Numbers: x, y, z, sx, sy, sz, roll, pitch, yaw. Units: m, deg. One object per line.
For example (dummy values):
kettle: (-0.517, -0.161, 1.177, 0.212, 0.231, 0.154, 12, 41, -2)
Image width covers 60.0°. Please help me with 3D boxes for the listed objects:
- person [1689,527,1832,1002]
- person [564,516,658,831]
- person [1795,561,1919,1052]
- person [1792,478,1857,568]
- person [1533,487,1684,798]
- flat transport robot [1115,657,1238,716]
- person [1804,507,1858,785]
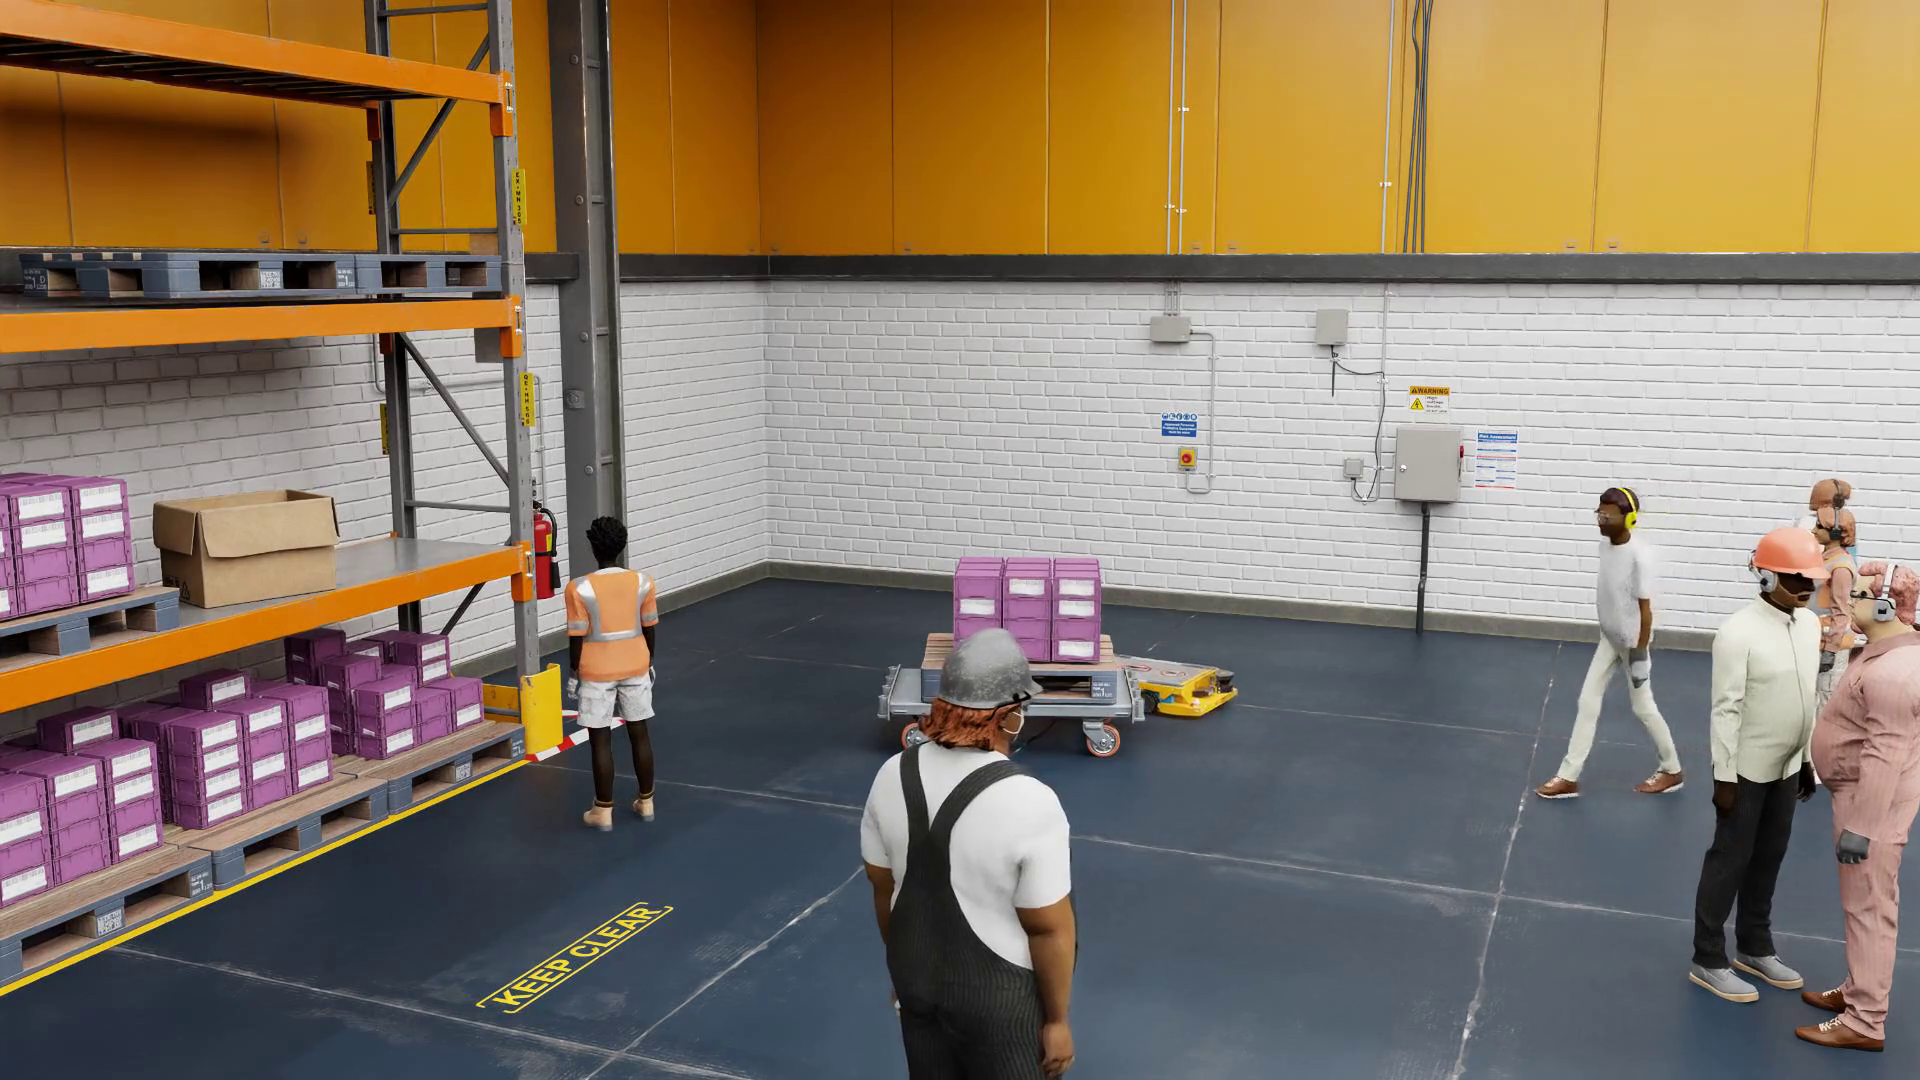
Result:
person: (3.333, 0.924, 6.876, 0.607, 1.987, 0.412, -6, 11, -31)
person: (-1.879, 0.715, 8.988, 0.540, 1.695, 0.317, -7, 12, -36)
person: (3.525, 1.025, 6.478, 0.410, 1.909, 0.643, 6, 11, 31)
person: (5.705, 0.406, 11.038, 0.310, 1.638, 0.522, -3, 10, -19)
person: (3.770, 0.591, 9.431, 0.955, 1.822, 0.541, -2, 10, -14)
flat transport robot: (1.156, 0.985, 11.665, 1.431, 0.197, 0.652, 6, 11, 31)
person: (5.077, 0.617, 9.750, 0.310, 1.642, 0.514, 3, 10, 17)
